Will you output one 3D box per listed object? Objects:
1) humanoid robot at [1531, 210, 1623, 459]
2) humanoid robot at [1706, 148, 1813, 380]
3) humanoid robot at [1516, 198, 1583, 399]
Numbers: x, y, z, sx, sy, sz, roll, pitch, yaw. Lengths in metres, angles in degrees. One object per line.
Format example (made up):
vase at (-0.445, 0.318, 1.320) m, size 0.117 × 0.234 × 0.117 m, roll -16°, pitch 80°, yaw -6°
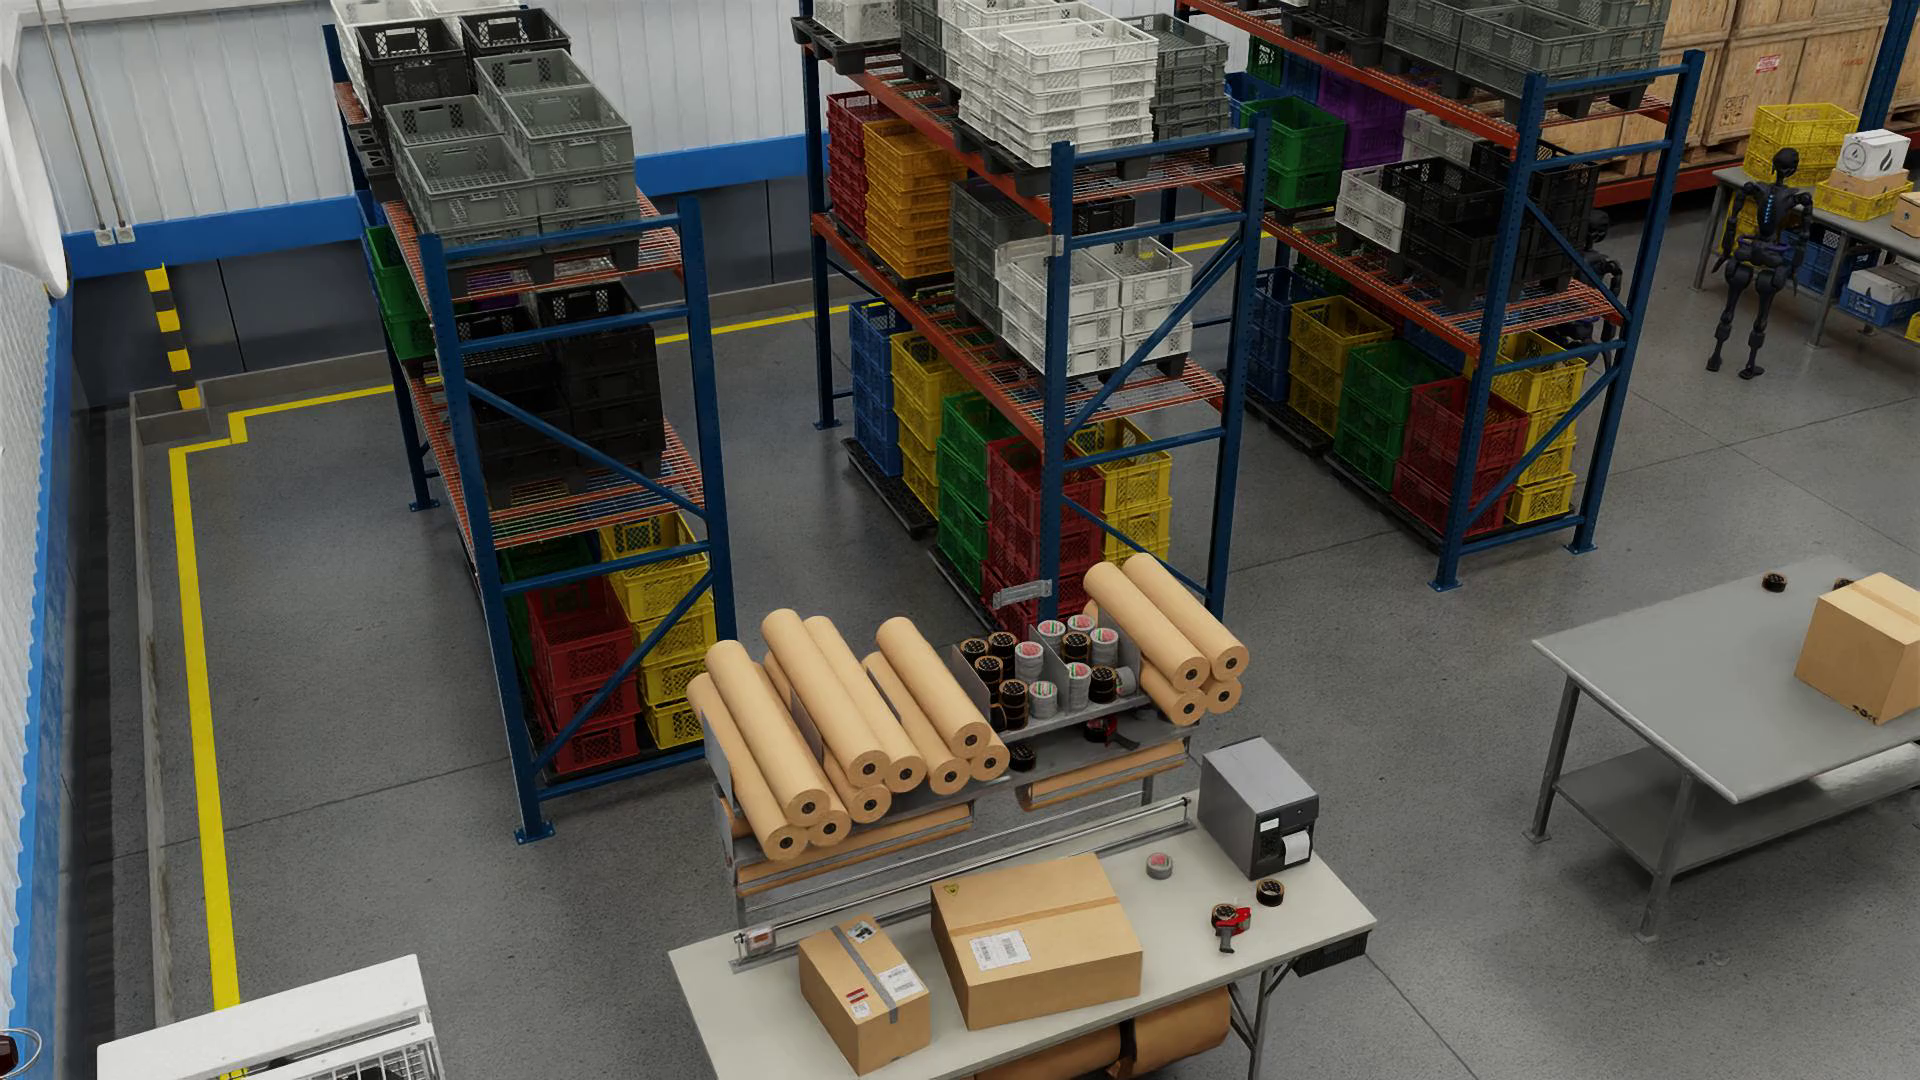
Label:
humanoid robot at (3.977, -1.343, 10.810) m, size 0.335 × 1.653 × 0.568 m, roll -21°, pitch 37°, yaw -30°
humanoid robot at (5.676, -1.977, 11.823) m, size 0.600 × 1.658 × 0.325 m, roll 23°, pitch 38°, yaw 32°
humanoid robot at (3.885, -1.542, 11.129) m, size 0.574 × 1.649 × 0.352 m, roll -27°, pitch 41°, yaw -37°
